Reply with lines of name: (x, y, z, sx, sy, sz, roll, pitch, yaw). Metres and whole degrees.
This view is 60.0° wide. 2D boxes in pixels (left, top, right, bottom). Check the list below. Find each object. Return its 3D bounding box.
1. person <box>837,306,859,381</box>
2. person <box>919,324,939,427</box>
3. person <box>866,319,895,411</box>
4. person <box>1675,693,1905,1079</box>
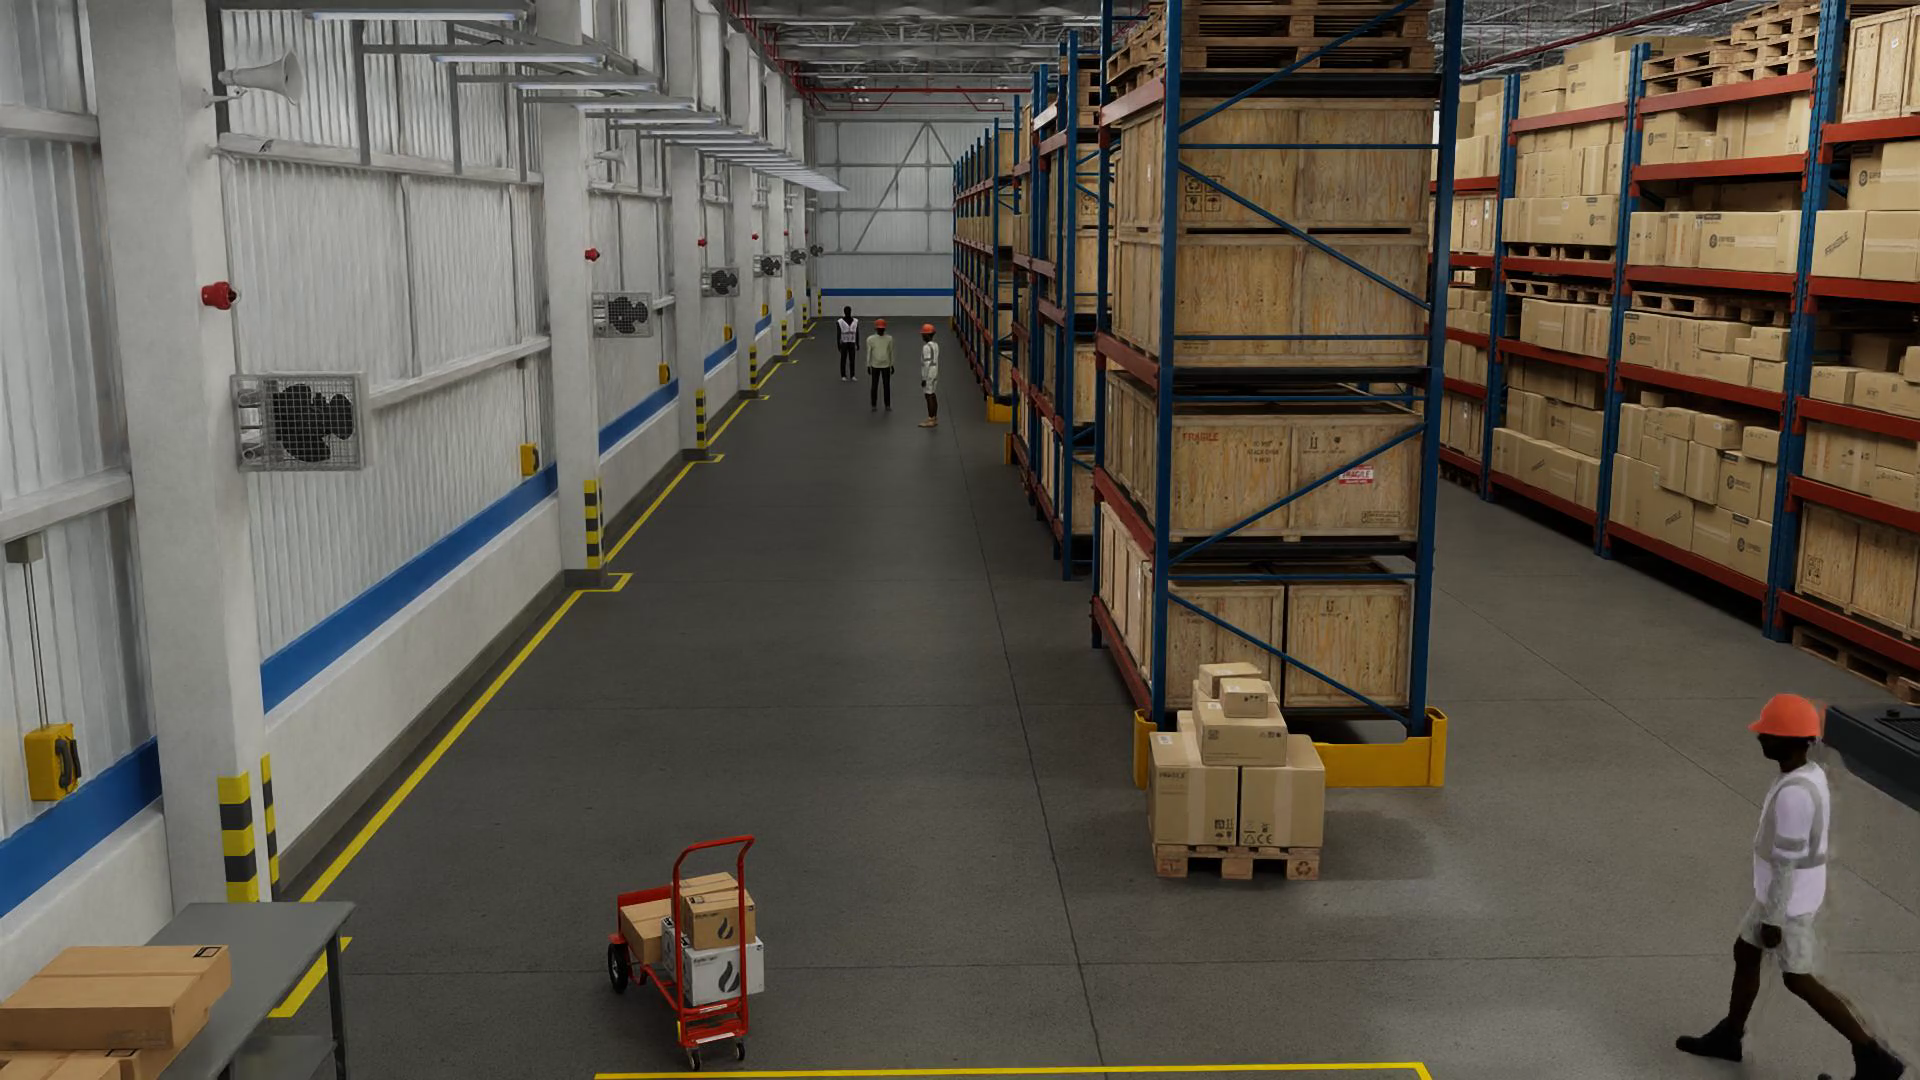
person: (-2.862, -5.013, 42.466, 0.587, 1.913, 0.398, -5, 12, -24)
person: (-0.629, -3.250, 32.941, 0.373, 2.042, 0.614, 3, 11, 18)
person: (-1.706, -3.749, 35.694, 0.619, 1.986, 0.410, -3, 11, -14)
person: (3.967, 1.659, 7.798, 0.919, 1.909, 0.553, 6, 12, 29)
